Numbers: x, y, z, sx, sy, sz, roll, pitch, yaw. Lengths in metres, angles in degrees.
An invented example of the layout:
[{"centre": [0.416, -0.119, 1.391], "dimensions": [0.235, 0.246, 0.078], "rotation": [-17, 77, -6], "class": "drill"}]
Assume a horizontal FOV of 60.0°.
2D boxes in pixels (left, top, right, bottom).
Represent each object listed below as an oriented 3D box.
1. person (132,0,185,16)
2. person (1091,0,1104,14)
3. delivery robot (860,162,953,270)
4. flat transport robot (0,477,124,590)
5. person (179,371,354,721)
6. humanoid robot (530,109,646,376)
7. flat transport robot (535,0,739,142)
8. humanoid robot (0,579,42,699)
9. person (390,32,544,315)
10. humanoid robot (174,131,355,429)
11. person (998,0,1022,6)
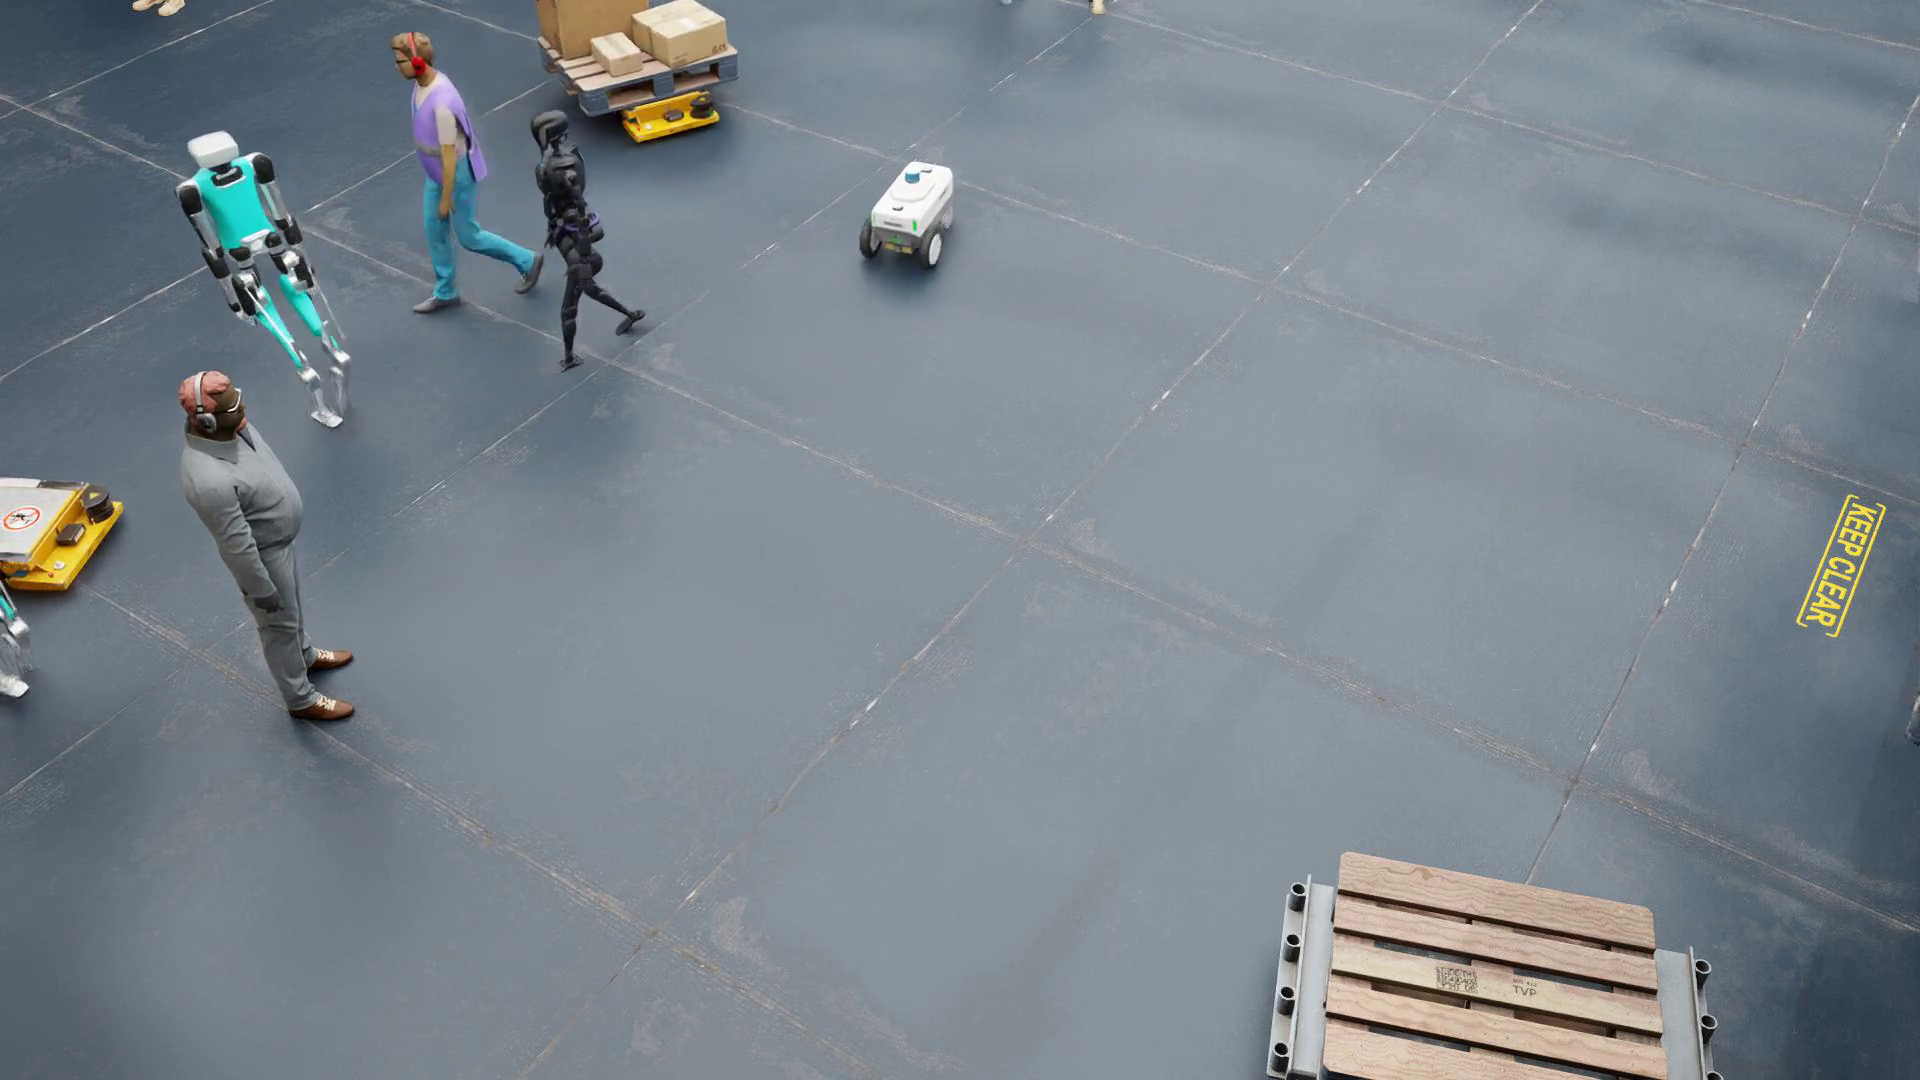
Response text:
[{"centre": [-6.689, -5.109, 13.389], "dimensions": [0.476, 1.744, 0.321], "rotation": [17, 44, 18], "class": "person"}, {"centre": [1.126, -5.257, 13.471], "dimensions": [0.481, 1.856, 0.577], "rotation": [4, 42, 5], "class": "person"}, {"centre": [-0.313, -2.188, 10.996], "dimensions": [0.499, 0.571, 0.756], "rotation": [14, 44, 15], "class": "delivery robot"}, {"centre": [-5.298, -0.050, 8.835], "dimensions": [1.431, 0.231, 0.659], "rotation": [4, 42, 4], "class": "flat transport robot"}, {"centre": [-3.136, 0.029, 7.519], "dimensions": [0.413, 1.906, 0.650], "rotation": [-11, 43, -12], "class": "person"}, {"centre": [-2.253, -1.779, 9.750], "dimensions": [0.750, 1.633, 0.609], "rotation": [-23, 46, -23], "class": "humanoid robot"}, {"centre": [-2.430, -3.466, 12.658], "dimensions": [0.659, 0.231, 1.431], "rotation": [-22, 46, -22], "class": "flat transport robot"}, {"centre": [-4.620, 0.114, 7.589], "dimensions": [0.795, 1.816, 0.532], "rotation": [29, 49, 29], "class": "humanoid robot"}, {"centre": [-3.069, -2.224, 10.117], "dimensions": [0.788, 1.806, 0.571], "rotation": [-23, 47, -24], "class": "person"}, {"centre": [-3.729, -1.306, 9.191], "dimensions": [0.788, 1.832, 0.553], "rotation": [34, 52, 32], "class": "humanoid robot"}, {"centre": [0.442, -5.241, 13.482], "dimensions": [0.638, 1.815, 0.535], "rotation": [-18, 45, -19], "class": "person"}]
